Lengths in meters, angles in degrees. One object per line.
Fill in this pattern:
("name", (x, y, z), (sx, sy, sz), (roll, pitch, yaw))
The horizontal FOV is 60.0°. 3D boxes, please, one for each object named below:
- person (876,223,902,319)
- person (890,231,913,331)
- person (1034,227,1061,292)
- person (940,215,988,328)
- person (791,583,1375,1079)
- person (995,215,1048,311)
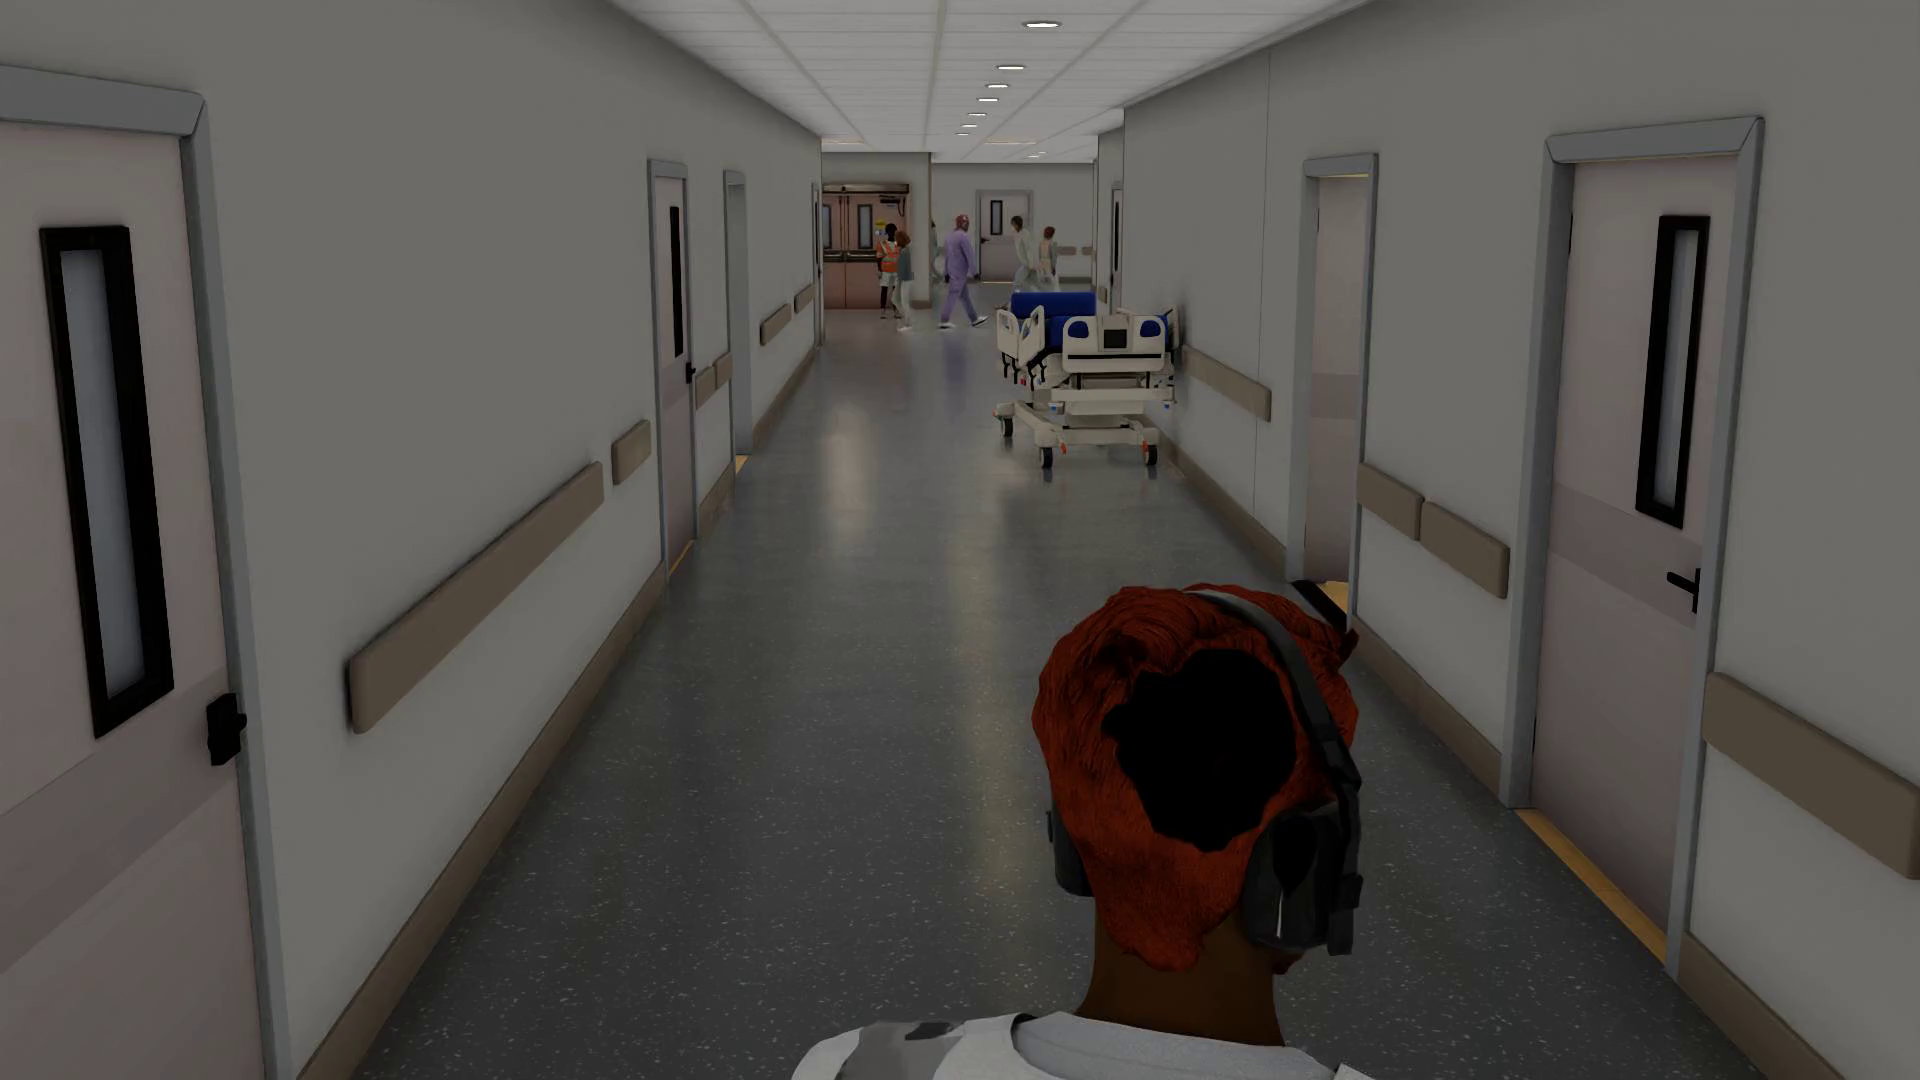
("person", (-1.232, -4.807, 29.760), (0.540, 1.695, 0.317), (-4, 12, -17))
("person", (-0.946, -4.179, 26.884), (0.360, 1.615, 0.493), (-3, 12, -15))
("person", (1.747, -5.331, 32.585), (0.891, 1.577, 0.524), (-10, 15, -41))
("person", (0.056, -4.452, 27.635), (0.973, 1.855, 0.656), (-5, 13, -22))
("person", (0.147, 0.957, 1.216), (0.577, 1.882, 0.349), (4, 12, 18))
("person", (1.274, -5.191, 31.341), (1.198, 1.841, 0.650), (-2, 12, -9))
